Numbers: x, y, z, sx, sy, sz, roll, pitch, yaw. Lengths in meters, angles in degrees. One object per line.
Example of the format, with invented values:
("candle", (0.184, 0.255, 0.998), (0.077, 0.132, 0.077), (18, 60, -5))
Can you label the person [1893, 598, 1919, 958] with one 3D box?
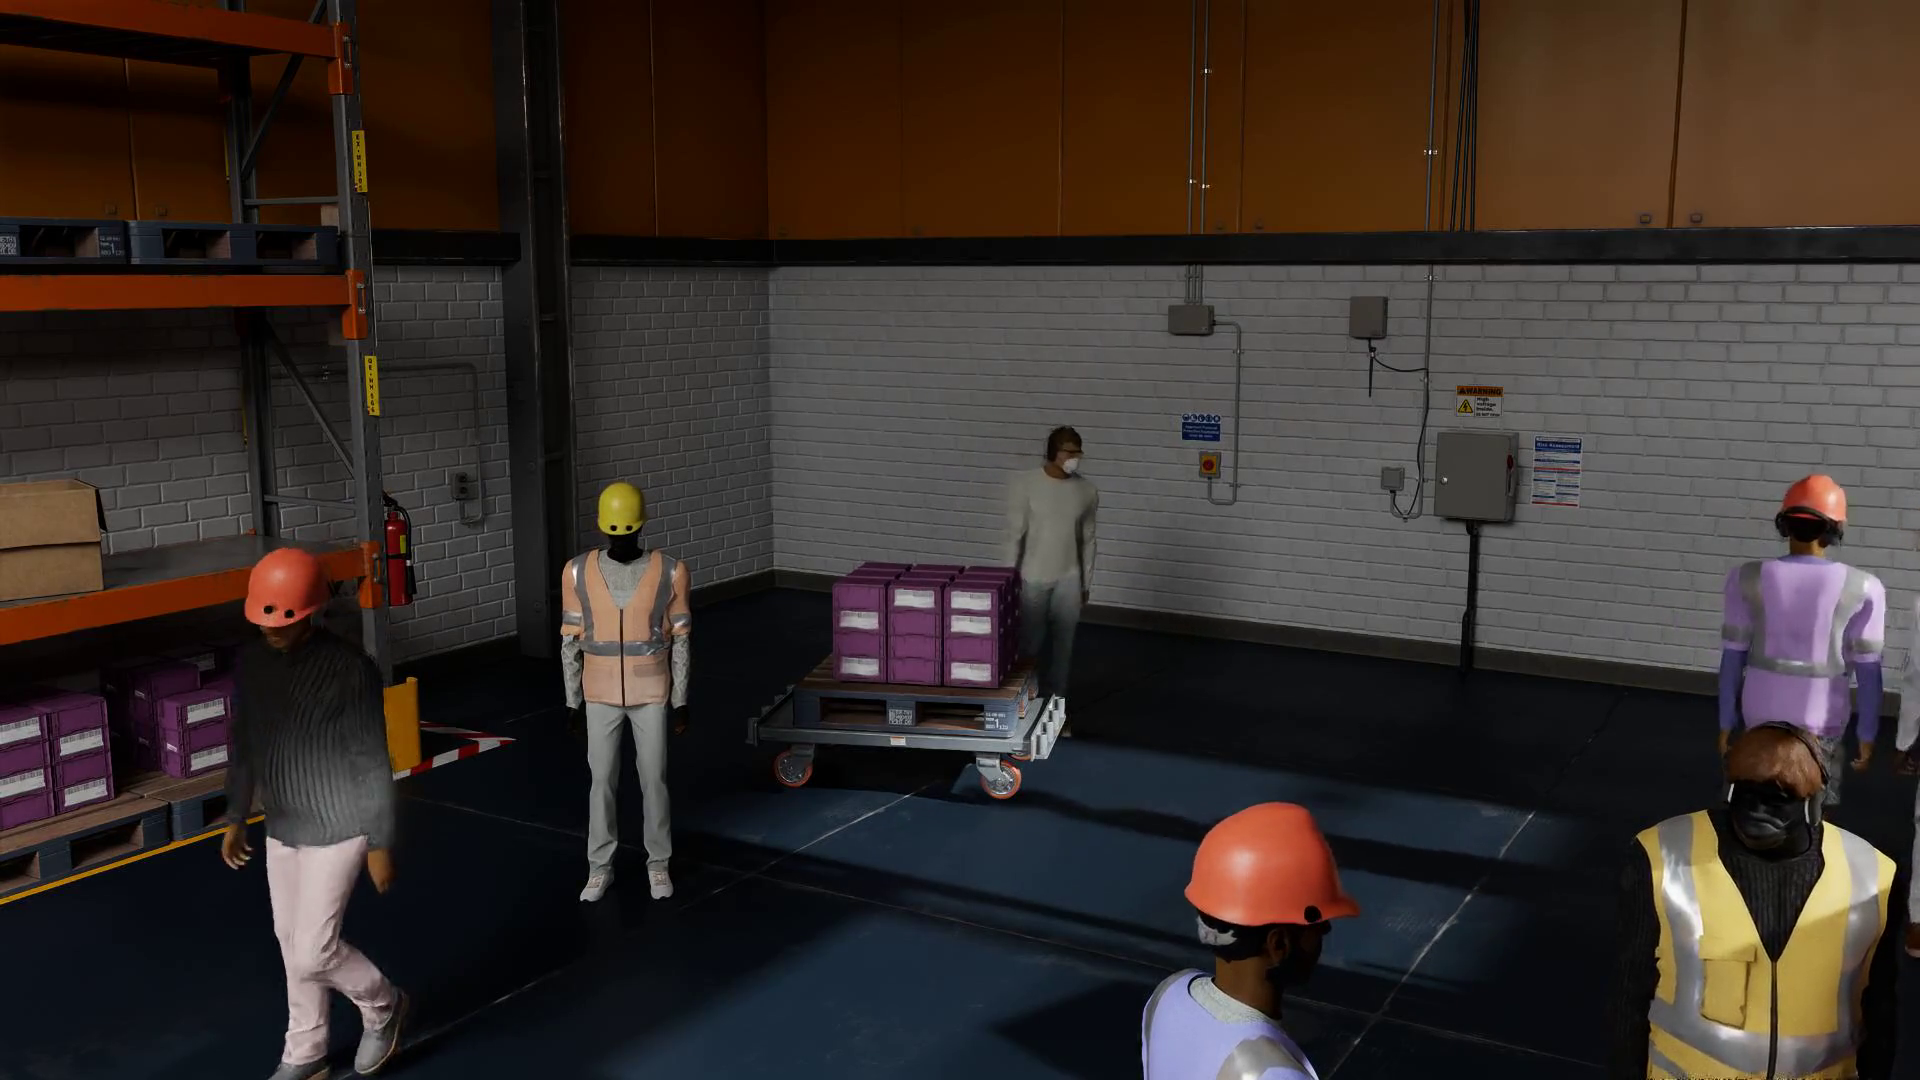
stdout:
("person", (4.092, 0.841, 6.731), (0.380, 1.875, 0.646), (-4, 10, -23))

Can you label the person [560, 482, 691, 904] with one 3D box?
("person", (-1.504, 0.686, 7.519), (0.585, 1.919, 0.374), (-1, 9, -5))

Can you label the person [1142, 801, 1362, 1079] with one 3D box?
("person", (0.517, 1.408, 2.956), (0.355, 1.938, 0.544), (-3, 10, -18))

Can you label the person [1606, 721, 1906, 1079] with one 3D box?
("person", (1.829, 1.312, 3.871), (0.625, 1.839, 0.427), (2, 9, 14))

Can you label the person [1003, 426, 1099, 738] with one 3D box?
("person", (0.537, 0.237, 10.326), (0.653, 1.922, 0.685), (-3, 10, -21))

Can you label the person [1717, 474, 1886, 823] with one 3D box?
("person", (3.480, 0.735, 6.935), (0.616, 2.019, 0.849), (6, 11, 33))

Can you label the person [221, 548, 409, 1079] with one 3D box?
("person", (-2.193, 0.970, 5.627), (0.708, 1.955, 0.546), (6, 11, 31))
